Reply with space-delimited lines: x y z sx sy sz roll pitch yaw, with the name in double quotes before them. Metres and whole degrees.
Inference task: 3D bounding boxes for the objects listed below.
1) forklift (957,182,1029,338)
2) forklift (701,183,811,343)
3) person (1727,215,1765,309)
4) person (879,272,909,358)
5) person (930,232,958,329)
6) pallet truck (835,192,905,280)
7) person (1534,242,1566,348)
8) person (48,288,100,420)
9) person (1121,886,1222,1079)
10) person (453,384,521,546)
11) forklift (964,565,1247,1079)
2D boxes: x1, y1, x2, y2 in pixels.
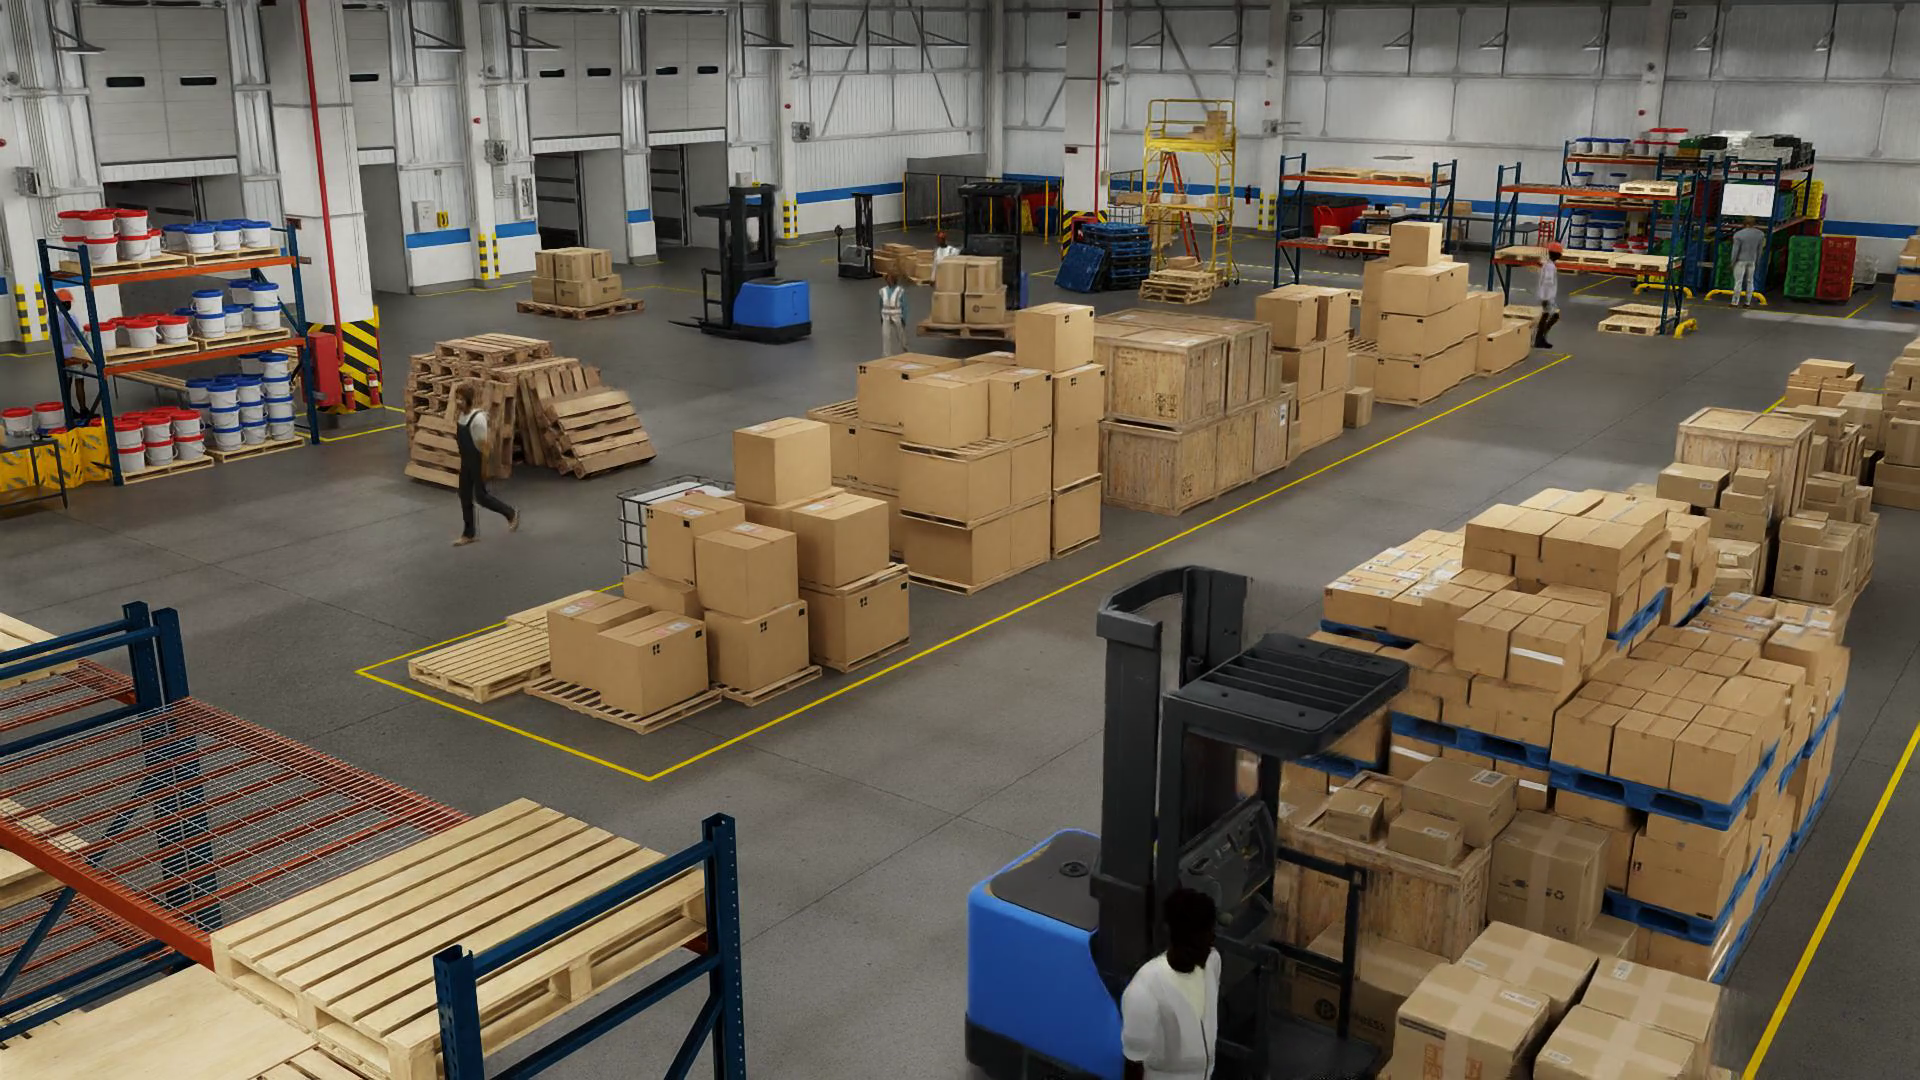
"forklift" 0.670 -5.369 31.551 1.129 2.768 1.873 3 17 11
"forklift" -3.823 -5.204 31.005 1.873 2.768 1.129 12 21 35
"person" 16.236 -5.743 34.394 0.632 1.940 0.372 0 17 -1
"person" -1.126 -3.821 28.597 0.523 1.612 0.781 6 18 18
"person" -0.277 -5.041 32.234 0.655 1.843 0.808 16 23 42
"pallet truck" -1.936 -7.159 38.982 1.885 1.965 0.823 -12 21 -34
"person" 10.639 -4.400 29.958 0.475 1.924 0.556 5 18 17
"person" -12.995 -2.705 24.328 0.545 1.942 0.353 6 18 19
"person" 0.876 2.392 7.462 0.608 1.942 0.834 -16 23 -42
"person" -5.305 -0.848 18.404 0.511 1.829 0.698 16 23 42
"forklift" 1.045 1.575 8.559 1.873 2.768 1.129 12 21 35
